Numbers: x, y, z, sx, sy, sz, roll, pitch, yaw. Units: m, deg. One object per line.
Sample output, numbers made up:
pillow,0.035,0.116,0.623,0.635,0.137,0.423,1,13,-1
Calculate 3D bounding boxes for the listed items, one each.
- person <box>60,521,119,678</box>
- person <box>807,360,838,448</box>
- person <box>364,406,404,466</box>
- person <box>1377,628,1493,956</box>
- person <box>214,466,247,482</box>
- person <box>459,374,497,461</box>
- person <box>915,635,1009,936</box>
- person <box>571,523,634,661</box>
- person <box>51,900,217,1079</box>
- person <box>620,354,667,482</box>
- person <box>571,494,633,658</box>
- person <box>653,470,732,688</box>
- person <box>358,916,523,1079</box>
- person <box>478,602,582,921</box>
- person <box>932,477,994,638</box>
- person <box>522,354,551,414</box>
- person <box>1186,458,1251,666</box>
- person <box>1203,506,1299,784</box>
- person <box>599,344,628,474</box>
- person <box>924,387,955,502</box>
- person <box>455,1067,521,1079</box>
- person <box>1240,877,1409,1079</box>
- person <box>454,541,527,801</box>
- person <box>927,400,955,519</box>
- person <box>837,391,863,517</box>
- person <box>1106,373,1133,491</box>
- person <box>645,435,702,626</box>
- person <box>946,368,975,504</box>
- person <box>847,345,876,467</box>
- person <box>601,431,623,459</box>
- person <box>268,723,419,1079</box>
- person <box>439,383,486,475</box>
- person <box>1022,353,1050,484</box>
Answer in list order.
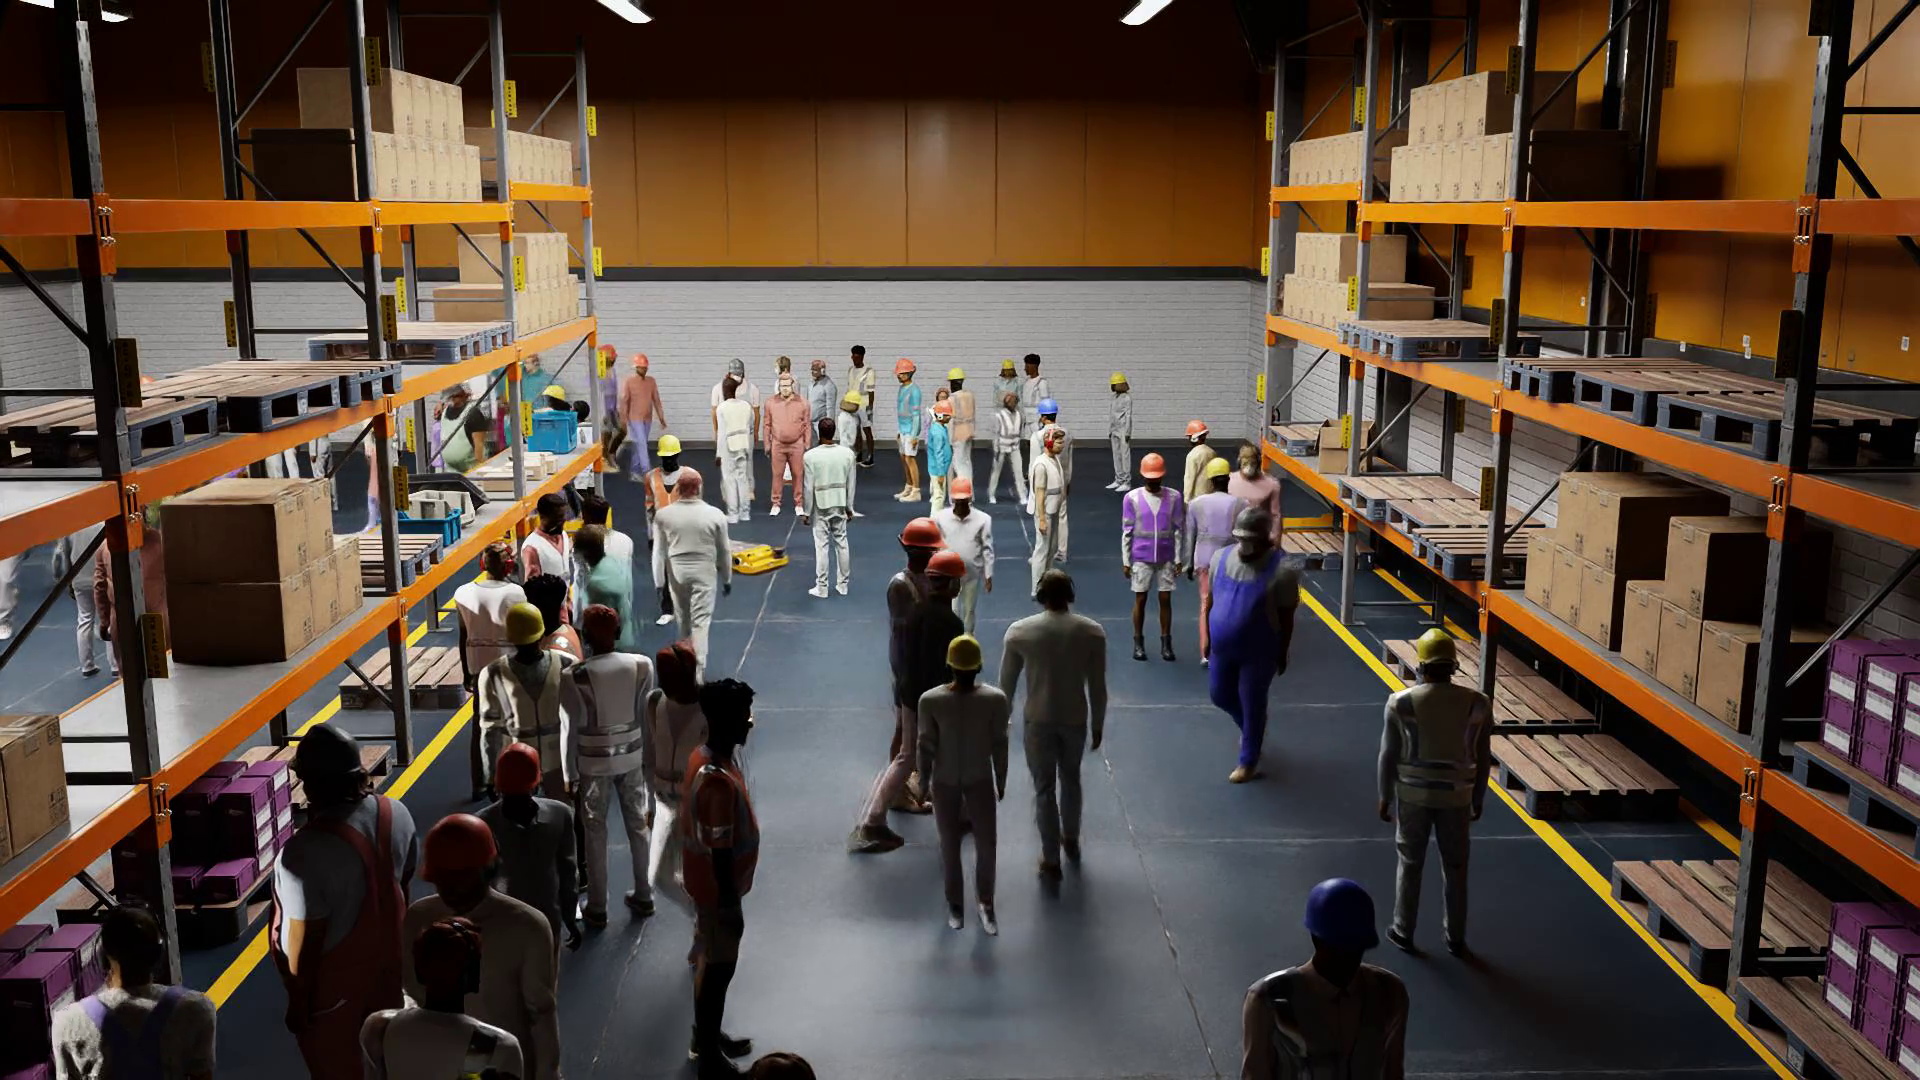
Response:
person,-7.579,0.350,14.623,0.566,1.744,0.350,0,11,-1
person,-2.075,-1.721,24.629,0.400,1.900,0.646,-8,14,-33
person,-7.646,-1.204,22.065,0.349,1.882,0.584,8,14,36
person,2.619,1.393,9.229,0.605,1.820,0.417,2,11,8
person,-7.518,-0.266,17.307,0.407,1.915,0.600,-8,14,-35
person,-7.564,-1.975,26.079,0.566,1.830,1.007,-8,14,-33
person,0.015,1.388,9.398,0.536,1.750,0.542,0,11,-2
person,-2.598,0.810,11.922,0.623,1.904,0.666,-1,11,-5
person,-2.753,2.114,5.623,0.519,1.812,0.852,-6,13,-26
person,-4.681,-1.791,24.842,1.008,1.944,0.618,9,14,37
person,-2.774,0.593,13.004,0.386,1.906,0.601,7,13,32
person,-2.323,0.320,14.504,0.660,1.860,1.020,0,11,-1
person,-1.646,2.129,5.392,0.579,1.875,0.345,3,12,15
person,-2.433,1.277,9.557,0.608,1.910,0.394,-4,12,-19
person,0.014,0.309,14.860,0.590,1.720,0.791,0,11,0
person,-6.624,-1.986,26.004,0.651,1.883,0.556,9,15,39
person,2.348,0.187,15.153,0.591,1.871,1.005,3,12,14
person,2.100,0.712,12.061,0.698,2.000,0.702,8,14,36
person,-5.433,-2.028,25.838,0.448,2.025,0.642,3,12,14
person,-0.245,-1.326,23.329,0.518,1.633,0.316,1,11,3
person,-1.416,2.321,4.529,0.869,1.836,0.550,-8,14,-34
person,1.214,2.051,5.577,0.602,1.950,0.380,-3,12,-15
person,-3.200,0.920,11.547,0.561,1.834,0.373,1,11,3
person,-0.233,-0.893,20.875,0.351,1.738,0.575,0,11,-1
person,-1.546,-1.111,22.009,0.504,1.718,0.660,2,11,9
person,2.326,-1.584,24.359,0.325,1.730,0.489,-6,13,-28
person,-2.820,-0.088,16.398,0.581,1.919,0.397,1,11,7
person,-0.007,-1.445,23.224,0.448,1.917,0.614,9,14,37
person,-1.595,-2.149,26.622,0.605,1.959,0.373,11,16,44
person,-5.701,-2.028,26.886,0.503,1.615,0.500,-10,15,-42
person,-2.591,1.739,6.911,0.539,2.000,0.688,4,12,20
person,-6.317,-1.072,21.005,0.766,2.000,0.994,7,13,30
person,1.114,-1.819,24.942,0.362,1.962,0.613,-5,12,-25
